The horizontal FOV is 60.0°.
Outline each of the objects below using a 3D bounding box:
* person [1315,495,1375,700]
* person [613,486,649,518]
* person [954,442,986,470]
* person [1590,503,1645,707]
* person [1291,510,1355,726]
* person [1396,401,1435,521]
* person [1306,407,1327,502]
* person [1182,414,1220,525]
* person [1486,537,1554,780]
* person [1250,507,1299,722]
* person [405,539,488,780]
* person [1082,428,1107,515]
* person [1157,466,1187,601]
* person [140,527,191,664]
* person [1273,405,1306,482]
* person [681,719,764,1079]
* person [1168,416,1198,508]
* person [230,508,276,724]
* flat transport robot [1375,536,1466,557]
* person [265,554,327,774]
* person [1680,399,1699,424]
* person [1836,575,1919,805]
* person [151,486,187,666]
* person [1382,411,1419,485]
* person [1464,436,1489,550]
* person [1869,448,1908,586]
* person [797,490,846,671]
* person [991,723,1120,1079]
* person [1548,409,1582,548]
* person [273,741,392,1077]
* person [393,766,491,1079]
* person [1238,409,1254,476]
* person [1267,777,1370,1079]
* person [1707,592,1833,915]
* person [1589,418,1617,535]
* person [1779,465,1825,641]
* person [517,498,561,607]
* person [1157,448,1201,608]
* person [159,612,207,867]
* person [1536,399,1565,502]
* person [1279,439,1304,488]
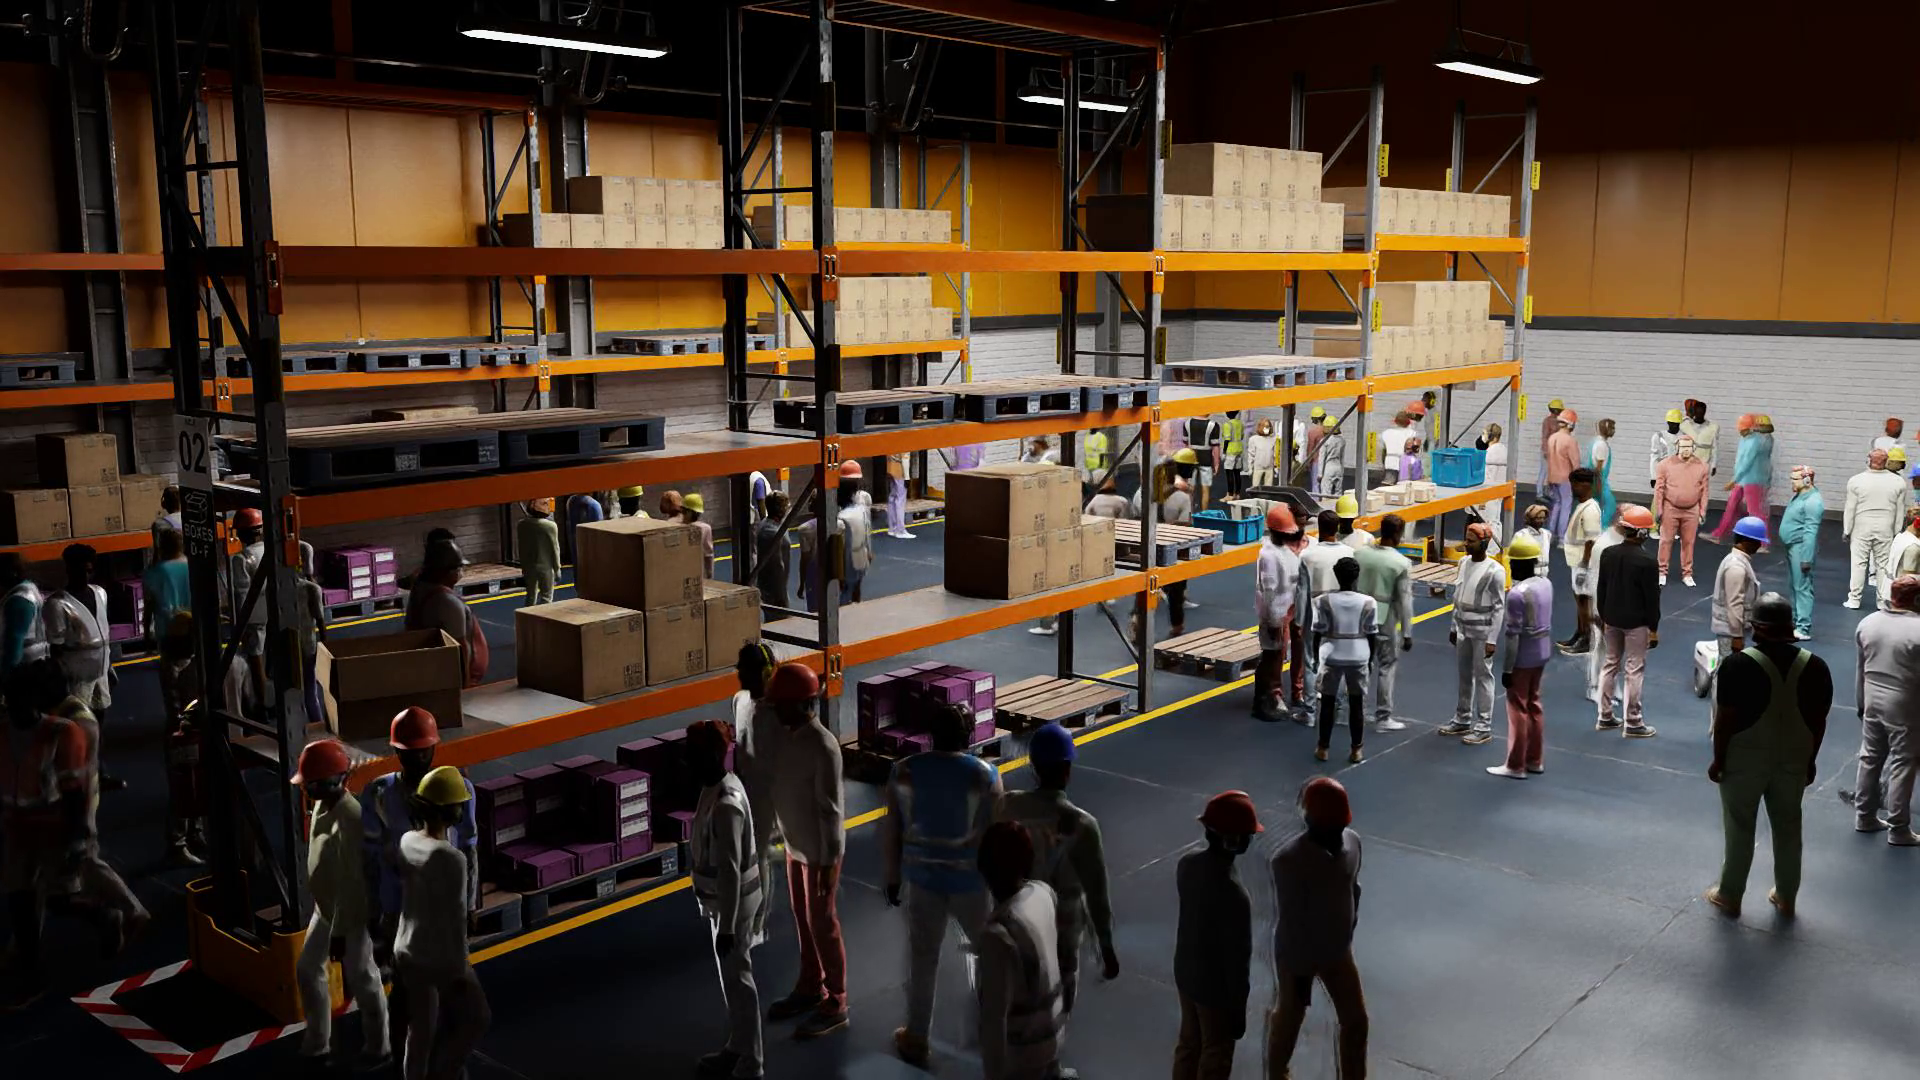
[{"bbox_3d":[3.555,0.535,15.431,0.595,1.923,0.373,0,10,-3],"label":"person"},{"bbox_3d":[-3.244,0.343,16.616,0.402,1.918,0.583,-2,10,-11],"label":"person"},{"bbox_3d":[0.182,-0.980,24.617,0.602,1.873,0.976,6,11,33],"label":"person"},{"bbox_3d":[6.020,0.594,15.193,0.679,1.884,0.450,-6,11,-33],"label":"person"},{"bbox_3d":[3.219,0.688,14.594,0.599,1.905,0.391,-3,10,-16],"label":"person"},{"bbox_3d":[6.963,-1.216,25.936,0.947,1.928,0.621,3,10,15],"label":"person"},{"bbox_3d":[5.730,-1.252,26.606,0.528,1.761,0.334,-6,11,-34],"label":"person"},{"bbox_3d":[3.696,-1.189,25.436,0.614,2.029,0.409,6,11,31],"label":"person"},{"bbox_3d":[4.433,0.925,13.127,0.591,1.918,0.395,-9,13,-43],"label":"person"},{"bbox_3d":[2.821,0.649,14.829,0.384,1.907,0.626,3,10,19],"label":"person"},{"bbox_3d":[-3.772,0.995,12.342,0.536,2.000,0.678,-8,13,-41],"label":"person"},{"bbox_3d":[2.102,-1.141,26.172,0.379,1.683,0.537,-7,12,-37],"label":"person"},{"bbox_3d":[2.532,-0.105,19.973,0.532,1.690,0.322,-2,10,-10],"label":"person"},{"bbox_3d":[-6.625,0.802,14.141,0.559,1.828,0.454,-7,12,-36],"label":"person"},{"bbox_3d":[5.188,-1.253,26.252,0.352,1.880,0.576,-9,13,-42],"label":"person"},{"bbox_3d":[-1.153,1.786,8.134,0.367,1.877,0.580,-2,10,-12],"label":"person"},{"bbox_3d":[3.504,-1.446,27.075,1.004,1.995,0.593,-5,11,-28],"label":"person"},{"bbox_3d":[-6.198,0.664,14.667,0.386,1.929,0.543,4,10,22],"label":"person"},{"bbox_3d":[6.335,0.104,22.939,1.431,0.197,0.652,7,12,36],"label":"flat transport robot"},{"bbox_3d":[-5.265,0.944,13.175,0.534,1.864,0.310,2,10,10],"label":"person"},{"bbox_3d":[11.640,-1.325,26.662,0.339,1.882,0.581,3,10,18],"label":"person"},{"bbox_3d":[7.126,1.135,12.317,0.961,1.781,0.596,3,10,19],"label":"person"},{"bbox_3d":[-7.836,0.374,16.684,0.357,1.835,0.516,7,12,36],"label":"person"},{"bbox_3d":[6.724,-1.066,25.398,0.579,1.787,0.993,6,11,31],"label":"person"},{"bbox_3d":[7.184,-0.620,23.036,0.324,1.688,0.530,-1,10,-4],"label":"person"},{"bbox_3d":[11.670,-0.288,20.890,0.305,1.745,0.483,9,13,41],"label":"person"},{"bbox_3d":[-1.363,0.411,16.413,0.507,1.847,0.343,-5,11,-27],"label":"person"},{"bbox_3d":[0.476,1.812,7.811,0.712,1.912,0.678,-9,13,-44],"label":"person"},{"bbox_3d":[8.598,-0.862,23.595,0.462,1.989,0.637,-1,10,-9],"label":"person"},{"bbox_3d":[-3.155,1.840,8.202,0.662,1.728,0.581,-7,12,-37],"label":"person"},{"bbox_3d":[-2.424,1.916,7.724,0.540,1.751,0.425,7,12,38],"label":"person"},{"bbox_3d":[5.452,-2.044,31.719,0.316,1.629,0.509,4,10,21],"label":"person"},{"bbox_3d":[1.709,1.931,7.740,0.573,1.709,0.731,-5,11,-29],"label":"person"},{"bbox_3d":[5.008,1.320,10.405,0.688,2.000,0.536,0,10,2],"label":"person"},{"bbox_3d":[9.291,-0.834,23.896,0.612,1.827,0.532,2,10,14],"label":"person"},{"bbox_3d":[9.026,0.135,17.910,0.403,1.901,0.647,3,10,15],"label":"person"},{"bbox_3d":[-4.457,0.313,17.661,0.503,1.625,0.294,4,10,22],"label":"person"},{"bbox_3d":[2.585,-0.123,19.418,0.434,1.906,0.592,0,10,-3],"label":"person"},{"bbox_3d":[-5.203,1.334,11.242,0.337,1.735,0.487,0,10,-2],"label":"person"},{"bbox_3d":[10.046,-1.516,28.195,0.530,1.760,0.341,-7,12,-38],"label":"person"},{"bbox_3d":[4.339,-0.468,21.923,0.341,1.760,0.525,8,13,41],"label":"person"}]
